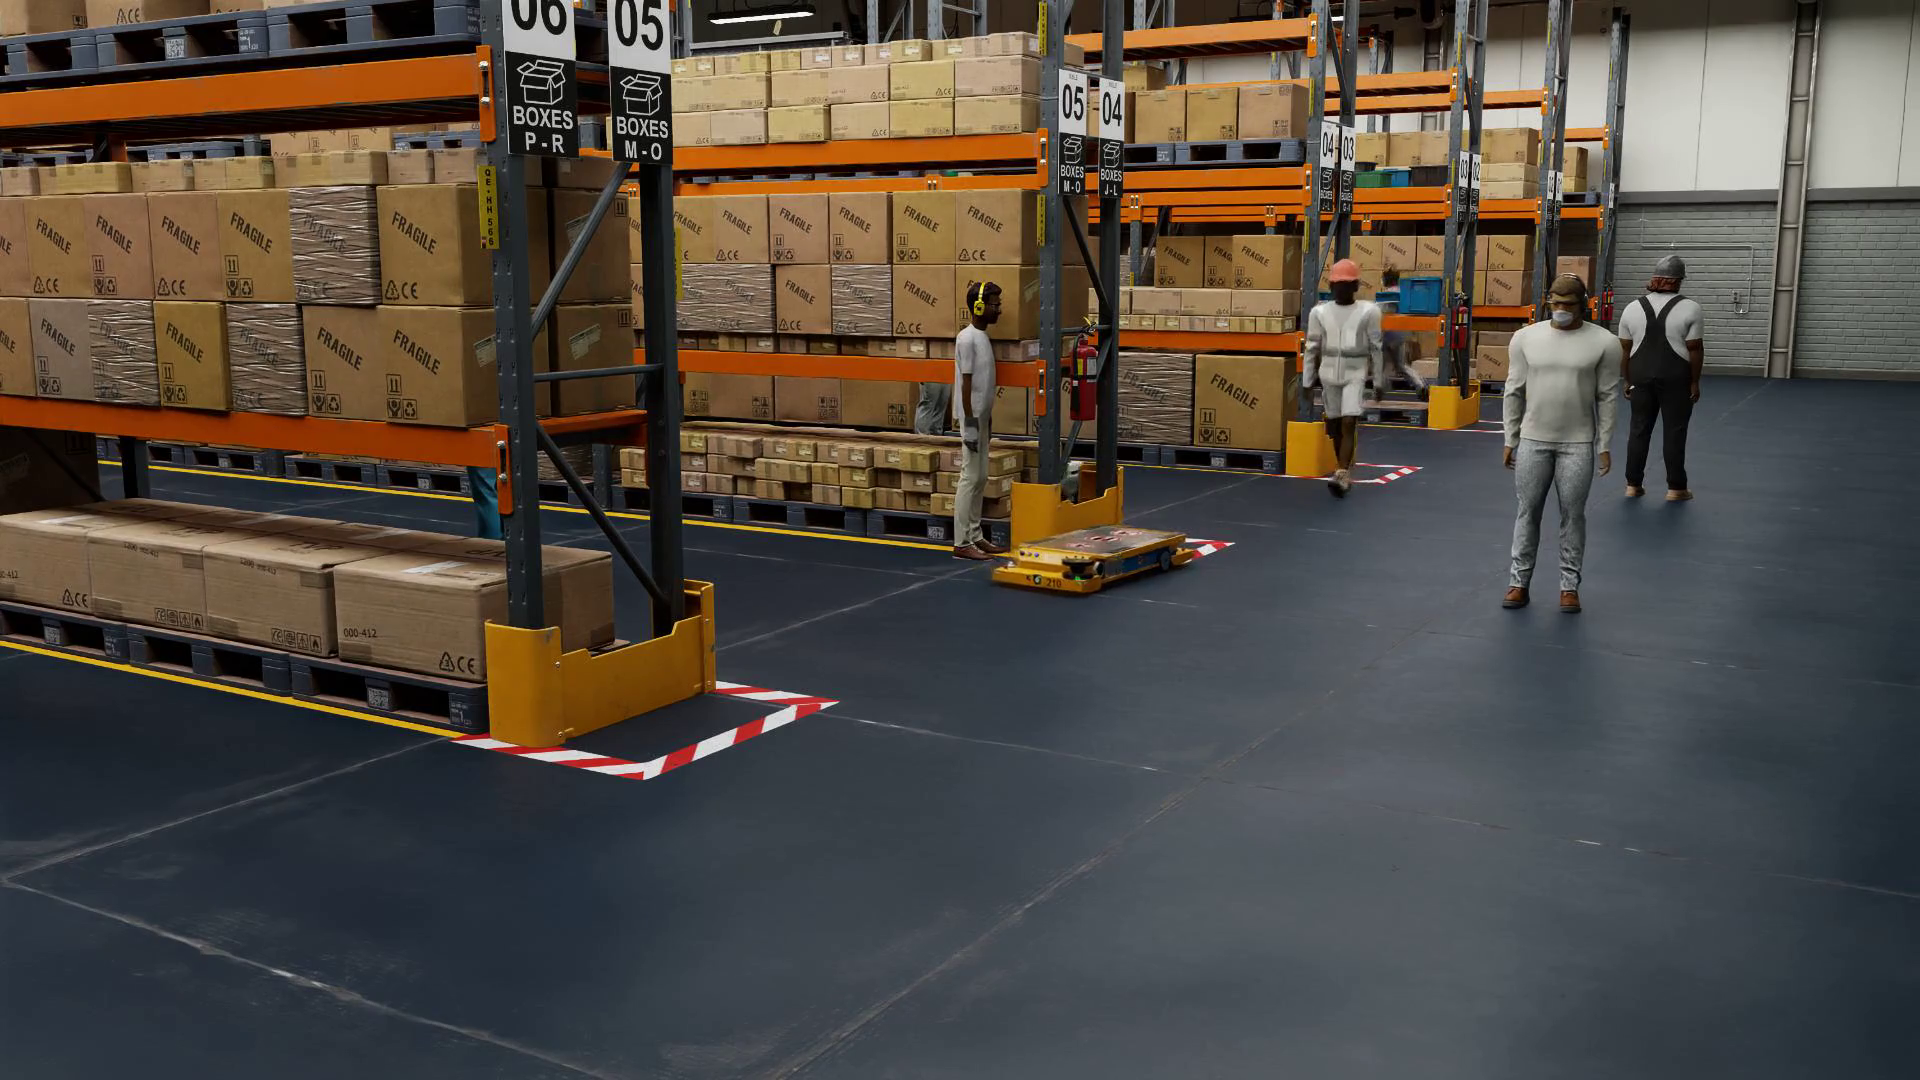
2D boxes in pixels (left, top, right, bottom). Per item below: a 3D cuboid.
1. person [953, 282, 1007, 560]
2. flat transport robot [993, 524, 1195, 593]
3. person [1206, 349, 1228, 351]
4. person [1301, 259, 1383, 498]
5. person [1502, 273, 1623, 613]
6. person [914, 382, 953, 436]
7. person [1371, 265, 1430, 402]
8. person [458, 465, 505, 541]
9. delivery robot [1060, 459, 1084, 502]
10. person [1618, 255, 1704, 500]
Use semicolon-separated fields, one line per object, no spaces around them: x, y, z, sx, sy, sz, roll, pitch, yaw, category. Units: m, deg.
0.127;-0.789;11.162;0.333;1.855;0.509;3;10;15;person
0.875;0.098;10.585;0.652;0.197;1.431;7;12;35;flat transport robot
2.847;-1.990;18.156;0.967;1.871;0.633;6;11;32;person
3.193;-1.349;14.007;0.647;1.992;1.048;5;11;27;person
3.422;-0.550;9.524;0.627;1.934;0.371;4;11;25;person
-0.232;-1.688;16.164;0.353;1.937;0.635;6;11;30;person
5.737;-2.639;21.824;0.870;1.917;0.631;9;14;44;person
-2.962;-0.658;10.403;0.389;1.846;0.567;2;10;10;person
0.616;-0.533;13.172;0.707;0.478;0.477;6;11;32;delivery robot
5.898;-1.359;13.940;0.677;2.000;0.536;9;13;42;person
